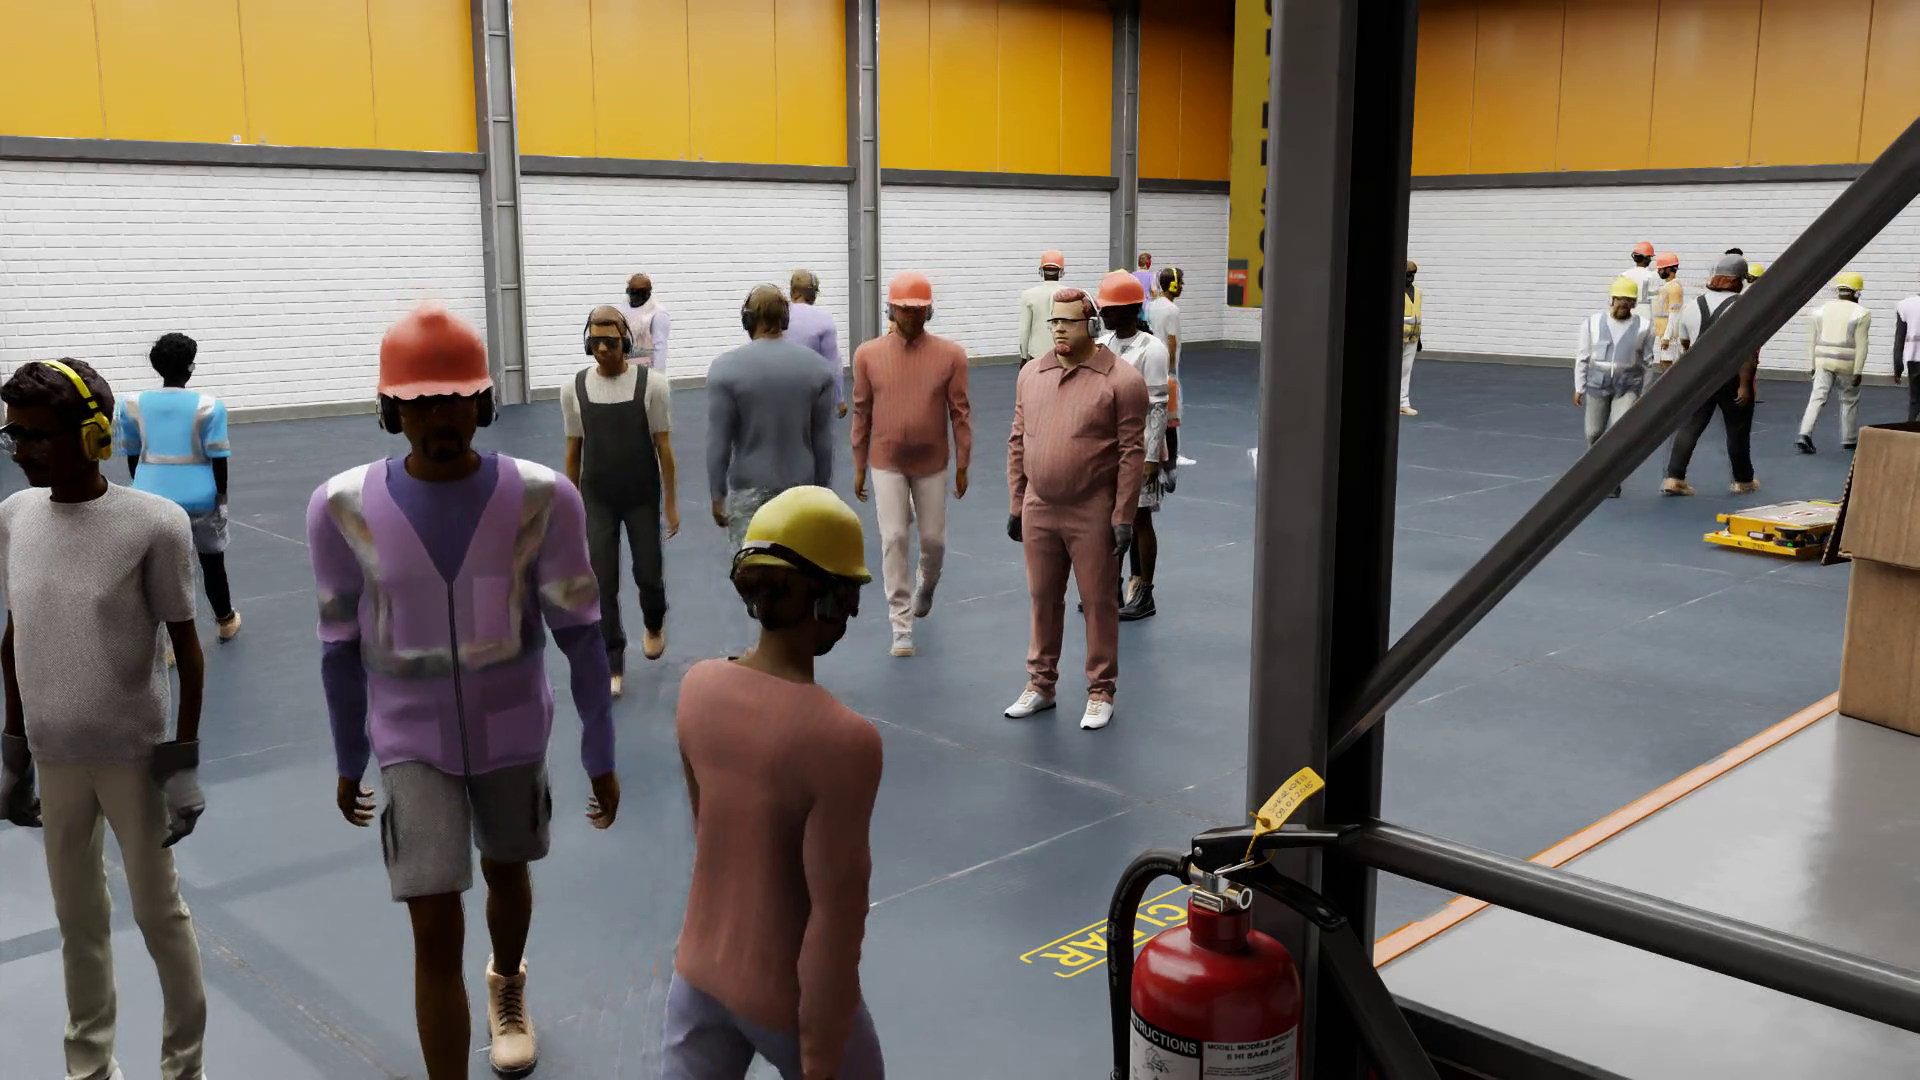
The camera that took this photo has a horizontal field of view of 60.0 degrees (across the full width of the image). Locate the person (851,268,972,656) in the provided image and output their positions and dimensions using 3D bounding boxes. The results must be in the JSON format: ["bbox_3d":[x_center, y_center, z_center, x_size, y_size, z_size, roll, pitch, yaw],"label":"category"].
[{"bbox_3d":[-0.254,-0.426,8.667,0.624,1.970,0.772,0,10,-2],"label":"person"}]

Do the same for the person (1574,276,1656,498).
[{"bbox_3d":[5.411,-1.279,13.756,0.597,1.809,0.743,5,12,26],"label":"person"}]

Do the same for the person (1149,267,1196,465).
[{"bbox_3d":[1.803,-1.578,15.294,0.782,1.842,0.548,-4,11,-21],"label":"person"}]

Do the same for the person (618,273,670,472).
[{"bbox_3d":[-2.852,-1.481,14.881,0.703,1.803,0.471,9,14,40],"label":"person"}]

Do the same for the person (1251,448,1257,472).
[{"bbox_3d":[2.898,-1.299,14.391,0.627,1.611,0.509,3,11,15],"label":"person"}]

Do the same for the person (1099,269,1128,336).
[{"bbox_3d":[2.038,-2.641,21.495,0.499,1.685,0.872,-4,11,-19],"label":"person"}]

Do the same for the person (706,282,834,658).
[{"bbox_3d":[-0.867,-0.248,7.852,0.643,1.918,0.768,-6,12,-29],"label":"person"}]

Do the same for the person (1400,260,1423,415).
[{"bbox_3d":[5.230,-2.378,19.673,0.622,1.838,0.429,-6,12,-30],"label":"person"}]

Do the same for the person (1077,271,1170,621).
[{"bbox_3d":[0.905,-0.516,9.249,0.375,1.934,0.548,-8,13,-36],"label":"person"}]

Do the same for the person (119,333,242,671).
[{"bbox_3d":[-3.919,-0.216,8.375,0.533,1.644,0.875,-2,11,-11],"label":"person"}]

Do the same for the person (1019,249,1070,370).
[{"bbox_3d":[0.874,-1.771,15.923,0.622,1.993,0.382,0,10,0],"label":"person"}]

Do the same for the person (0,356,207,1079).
[{"bbox_3d":[-1.992,0.515,3.844,0.517,1.857,0.327,2,11,9],"label":"person"}]

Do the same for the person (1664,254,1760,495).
[{"bbox_3d":[6.223,-1.378,13.656,1.008,2.000,0.692,-7,12,-33],"label":"person"}]

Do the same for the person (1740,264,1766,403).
[{"bbox_3d":[10.078,-2.635,21.263,0.328,1.769,0.526,-6,12,-30],"label":"person"}]

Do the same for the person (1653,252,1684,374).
[{"bbox_3d":[8.461,-2.478,19.964,0.374,1.928,0.542,3,11,18],"label":"person"}]

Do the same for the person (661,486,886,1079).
[{"bbox_3d":[-0.378,0.770,2.832,0.529,1.714,0.892,9,14,39],"label":"person"}]

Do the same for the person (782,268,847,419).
[{"bbox_3d":[-1.219,-1.056,12.354,0.635,1.903,0.886,5,11,25],"label":"person"}]

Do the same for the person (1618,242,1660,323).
[{"bbox_3d":[9.045,-2.941,22.173,0.375,2.044,0.605,-8,13,-36],"label":"person"}]

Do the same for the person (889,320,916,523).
[{"bbox_3d":[-0.413,-0.885,12.127,0.510,1.617,0.451,1,10,7],"label":"person"}]

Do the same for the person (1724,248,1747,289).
[{"bbox_3d":[10.577,-3.017,22.819,0.604,1.959,0.379,-2,11,-8],"label":"person"}]

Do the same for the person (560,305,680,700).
[{"bbox_3d":[-1.570,-0.196,7.816,0.537,1.824,0.644,0,10,-2],"label":"person"}]

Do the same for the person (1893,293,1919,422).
[{"bbox_3d":[9.115,-1.676,15.703,0.817,1.893,0.598,-9,14,-39],"label":"person"}]

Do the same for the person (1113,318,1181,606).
[{"bbox_3d":[0.943,-0.397,9.279,0.552,1.669,0.697,2,11,9],"label":"person"}]

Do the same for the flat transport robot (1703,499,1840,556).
[{"bbox_3d":[5.854,-0.096,11.498,1.431,0.197,0.652,-7,13,-34],"label":"flat transport robot"}]

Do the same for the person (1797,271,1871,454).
[{"bbox_3d":[8.566,-1.729,16.297,0.917,1.792,0.598,-8,13,-37],"label":"person"}]

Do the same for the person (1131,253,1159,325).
[{"bbox_3d":[2.949,-3.687,26.770,0.566,1.849,0.389,9,14,41],"label":"person"}]

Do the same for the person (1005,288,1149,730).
[{"bbox_3d":[0.479,-0.135,7.246,0.643,1.909,0.410,6,12,29],"label":"person"}]

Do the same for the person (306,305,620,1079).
[{"bbox_3d":[-1.140,0.457,3.854,0.639,1.985,1.097,-3,11,-18],"label":"person"}]
